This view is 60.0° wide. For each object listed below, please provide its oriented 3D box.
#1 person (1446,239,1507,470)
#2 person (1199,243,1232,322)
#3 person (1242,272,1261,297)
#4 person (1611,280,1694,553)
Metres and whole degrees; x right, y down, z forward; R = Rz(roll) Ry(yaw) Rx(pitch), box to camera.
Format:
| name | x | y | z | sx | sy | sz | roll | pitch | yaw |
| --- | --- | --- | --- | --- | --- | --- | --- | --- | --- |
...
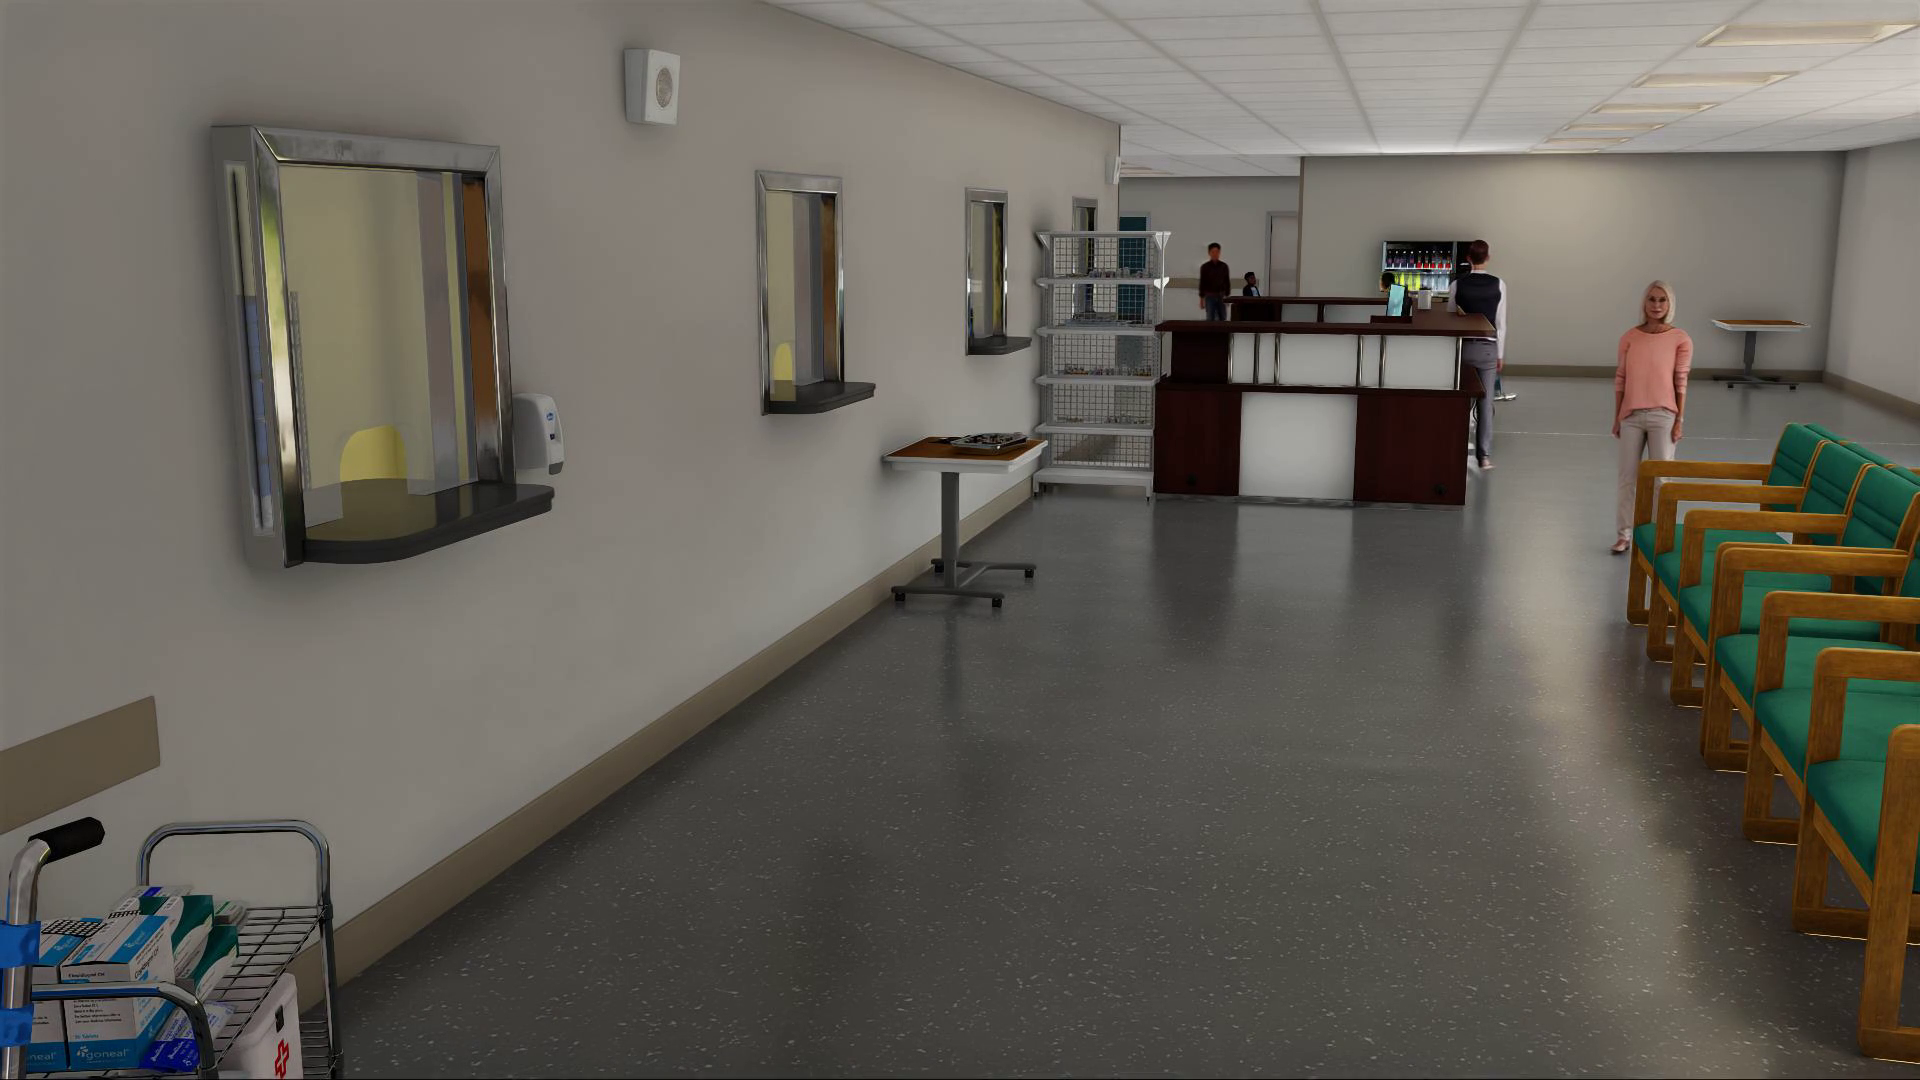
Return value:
| name | x | y | z | sx | sy | sz | roll | pitch | yaw |
| --- | --- | --- | --- | --- | --- | --- | --- | --- | --- |
| person | 4.394 | -1.592 | 14.207 | 0.521 | 1.935 | 0.722 | 4 | 11 | 19 |
| person | 3.989 | -3.785 | 26.215 | 0.728 | 1.768 | 0.843 | -1 | 11 | -6 |
| person | 4.927 | -3.934 | 28.331 | 0.644 | 1.271 | 0.604 | 10 | 15 | 43 |
| person | 4.323 | -0.766 | 10.426 | 0.574 | 1.723 | 0.719 | 7 | 13 | 34 |
